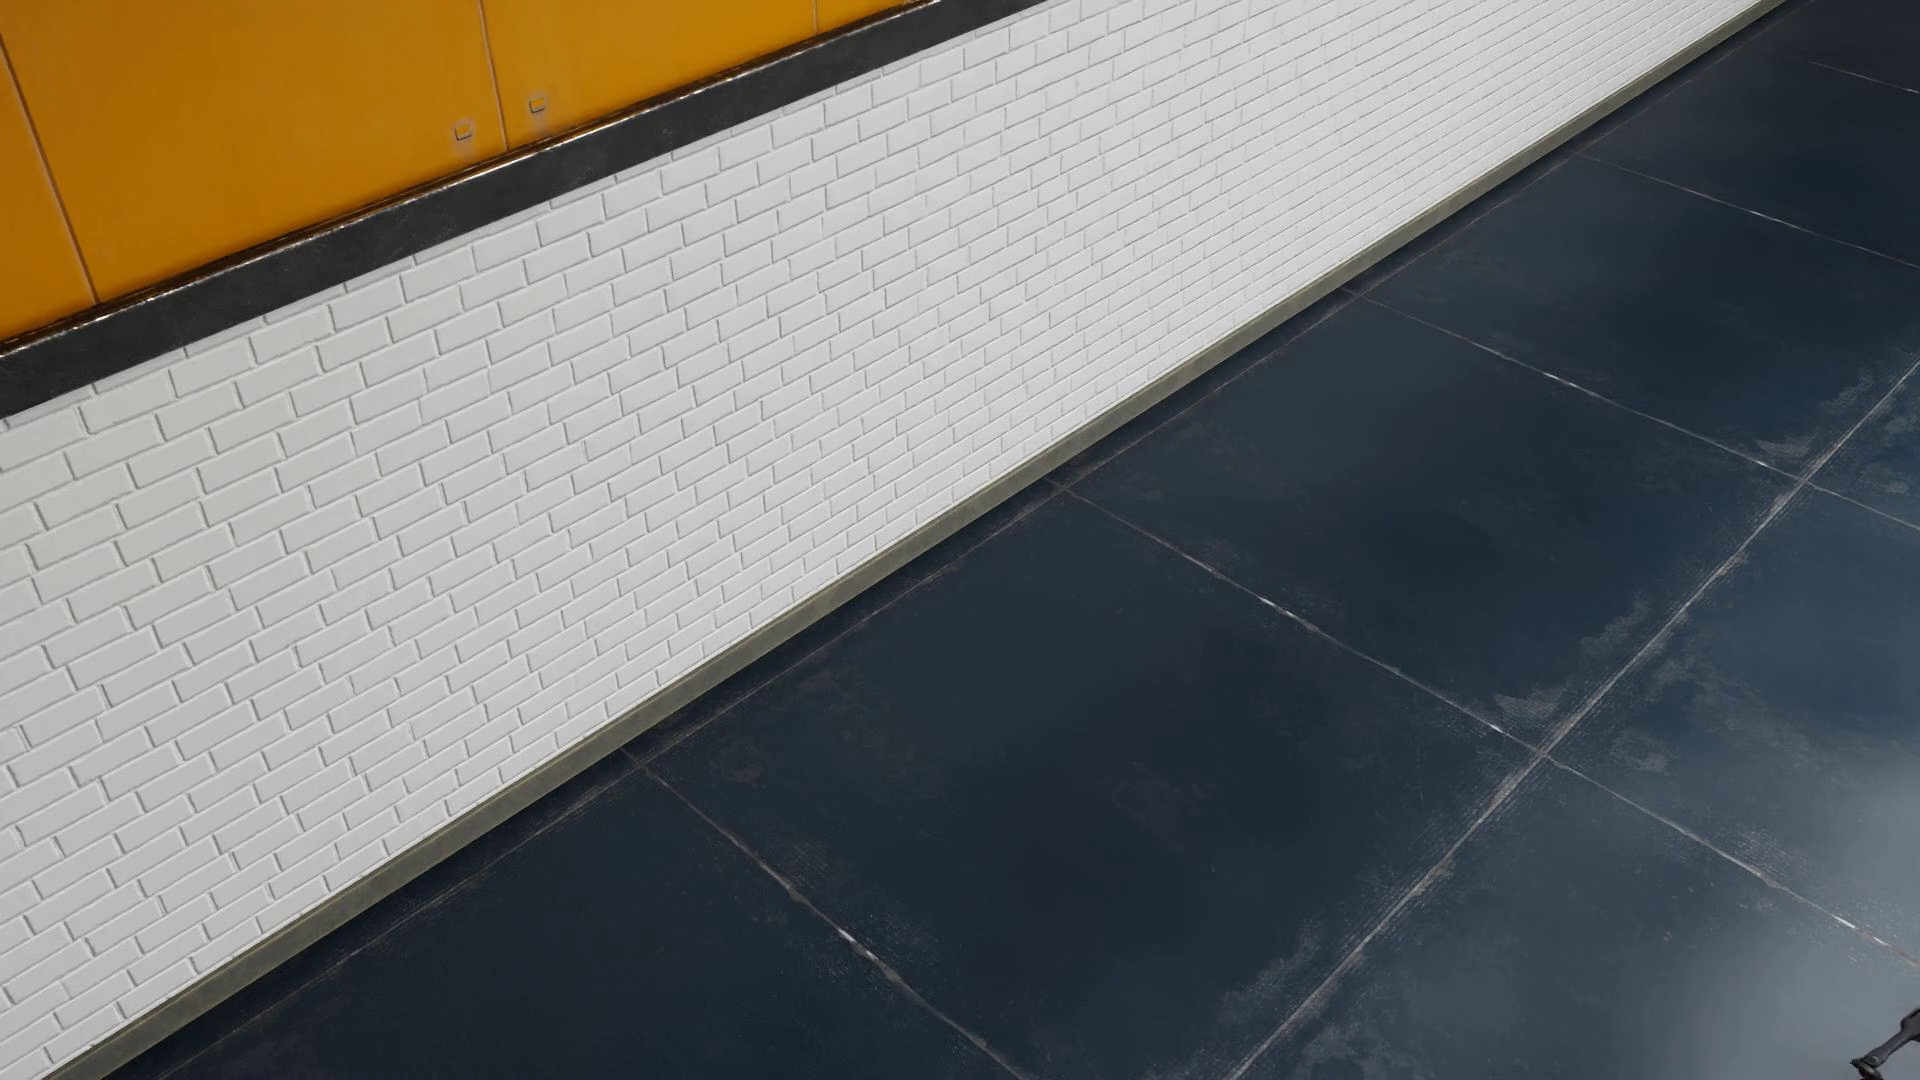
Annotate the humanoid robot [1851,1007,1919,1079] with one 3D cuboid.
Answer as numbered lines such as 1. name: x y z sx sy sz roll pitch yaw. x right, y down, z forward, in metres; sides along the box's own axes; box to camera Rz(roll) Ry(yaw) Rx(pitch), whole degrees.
1. humanoid robot: 3.685 1.509 5.914 0.529 1.624 0.611 -13 41 -16
